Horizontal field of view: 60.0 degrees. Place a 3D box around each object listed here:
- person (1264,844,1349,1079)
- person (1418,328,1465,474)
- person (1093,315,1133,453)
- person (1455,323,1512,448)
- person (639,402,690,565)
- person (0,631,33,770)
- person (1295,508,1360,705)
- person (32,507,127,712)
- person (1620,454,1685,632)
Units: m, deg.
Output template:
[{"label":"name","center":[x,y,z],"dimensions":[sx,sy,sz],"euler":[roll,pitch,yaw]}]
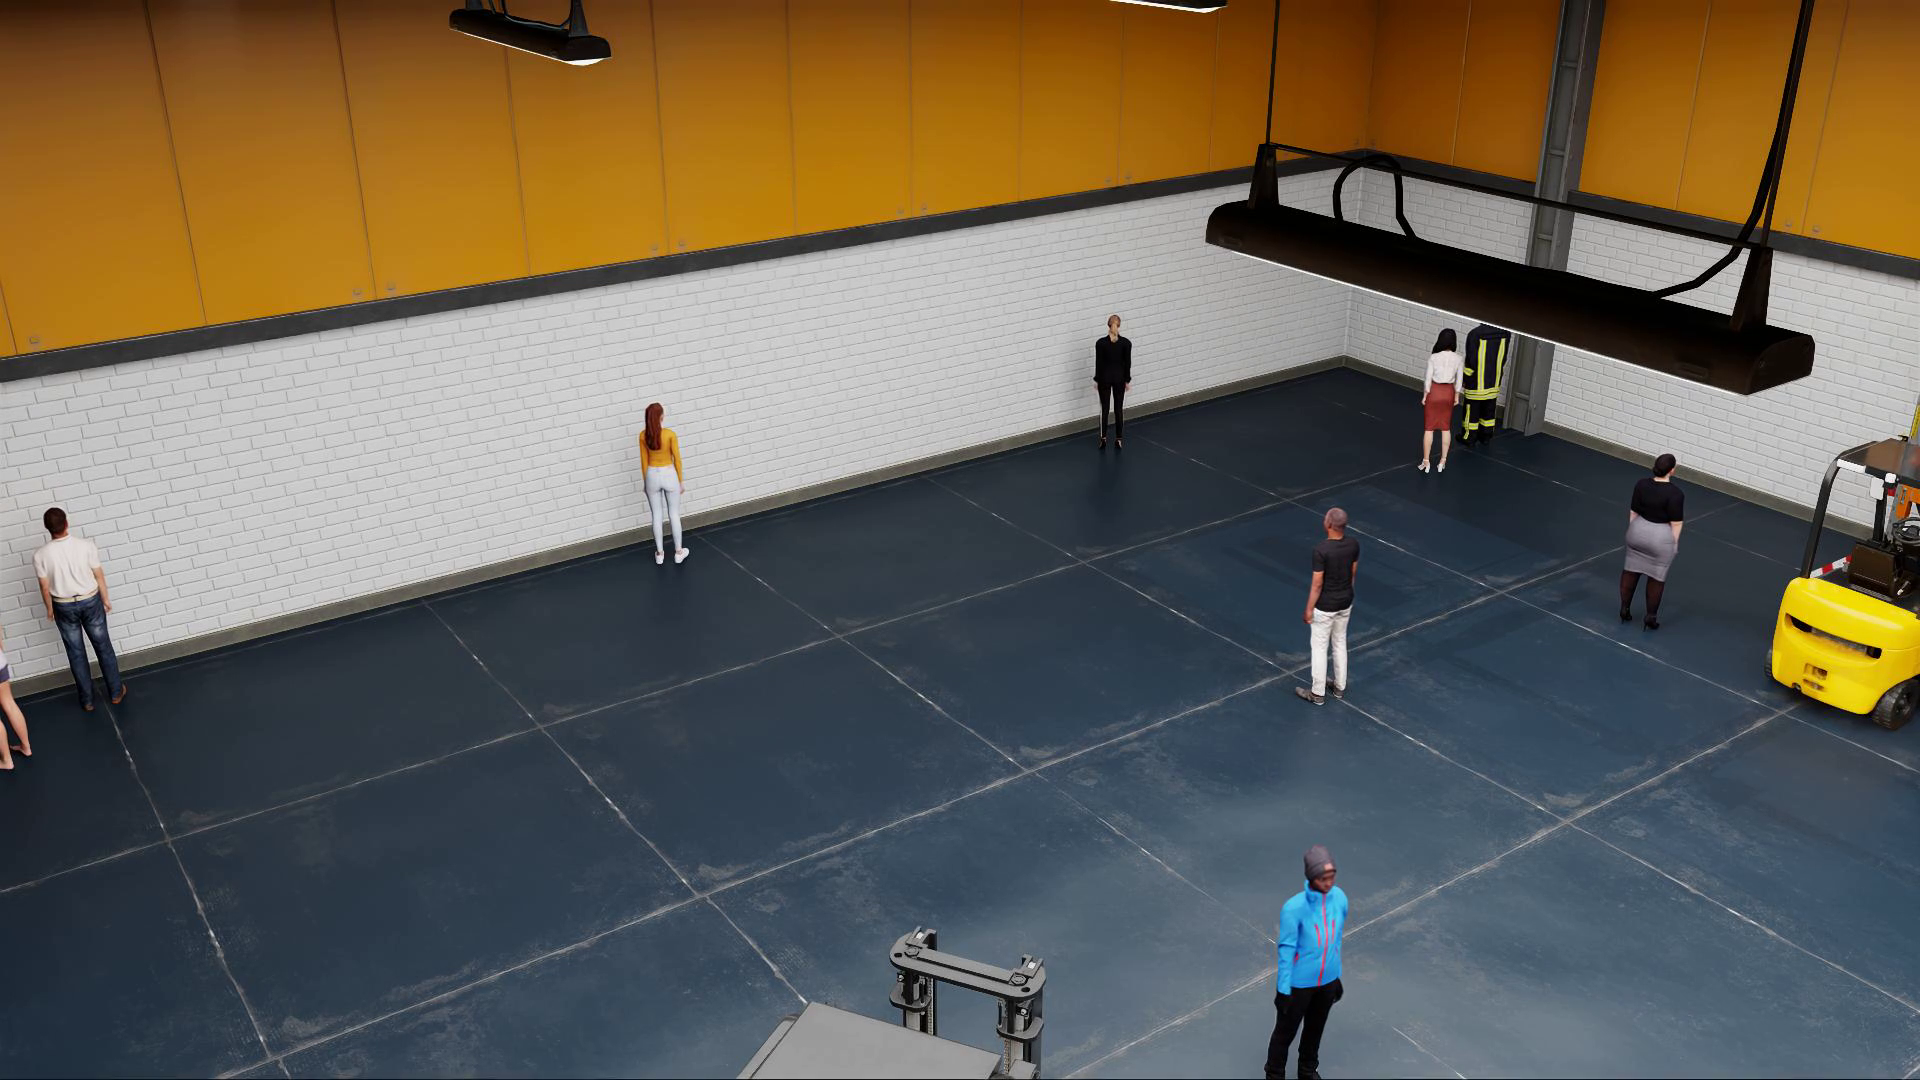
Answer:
[{"label":"person","center":[2.060,2.586,9.862],"dimensions":[0.648,1.794,0.586],"euler":[-11,26,-23]},{"label":"person","center":[5.653,-1.645,19.594],"dimensions":[0.679,1.750,0.692],"euler":[-1,24,-2]},{"label":"person","center":[1.850,-1.912,20.260],"dimensions":[0.704,1.706,0.725],"euler":[0,24,0]},{"label":"person","center":[6.438,-2.056,20.444],"dimensions":[0.837,1.822,0.808],"euler":[-6,24,-13]},{"label":"person","center":[-3.080,-0.591,17.184],"dimensions":[0.687,1.751,0.729],"euler":[1,24,2]},{"label":"person","center":[-7.886,1.045,13.467],"dimensions":[0.735,1.729,0.691],"euler":[6,24,14]},{"label":"person","center":[3.222,0.568,14.465],"dimensions":[0.683,1.804,0.595],"euler":[-13,27,-27]},{"label":"person","center":[-7.618,0.585,14.360],"dimensions":[0.684,1.856,0.593],"euler":[-12,27,-26]},{"label":"person","center":[6.569,0.009,15.798],"dimensions":[0.734,1.760,0.569],"euler":[-18,30,-36]}]
